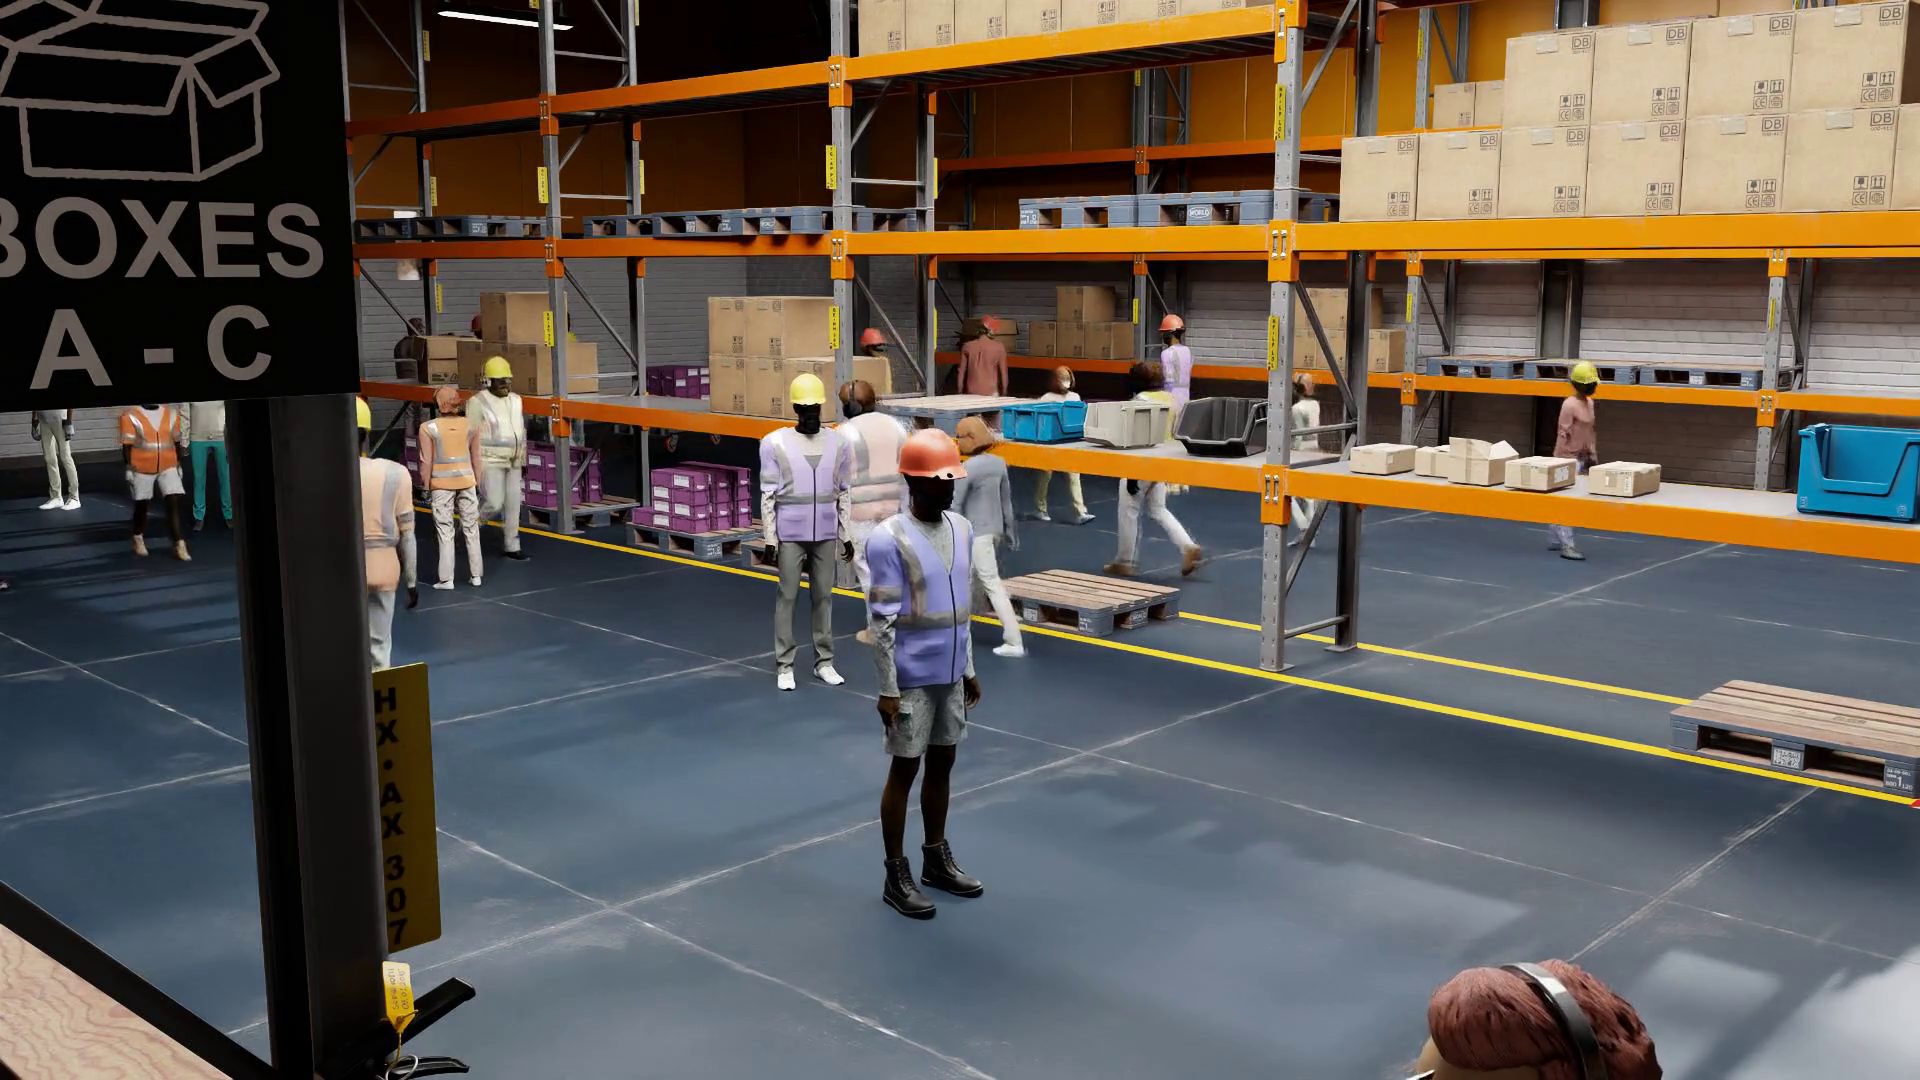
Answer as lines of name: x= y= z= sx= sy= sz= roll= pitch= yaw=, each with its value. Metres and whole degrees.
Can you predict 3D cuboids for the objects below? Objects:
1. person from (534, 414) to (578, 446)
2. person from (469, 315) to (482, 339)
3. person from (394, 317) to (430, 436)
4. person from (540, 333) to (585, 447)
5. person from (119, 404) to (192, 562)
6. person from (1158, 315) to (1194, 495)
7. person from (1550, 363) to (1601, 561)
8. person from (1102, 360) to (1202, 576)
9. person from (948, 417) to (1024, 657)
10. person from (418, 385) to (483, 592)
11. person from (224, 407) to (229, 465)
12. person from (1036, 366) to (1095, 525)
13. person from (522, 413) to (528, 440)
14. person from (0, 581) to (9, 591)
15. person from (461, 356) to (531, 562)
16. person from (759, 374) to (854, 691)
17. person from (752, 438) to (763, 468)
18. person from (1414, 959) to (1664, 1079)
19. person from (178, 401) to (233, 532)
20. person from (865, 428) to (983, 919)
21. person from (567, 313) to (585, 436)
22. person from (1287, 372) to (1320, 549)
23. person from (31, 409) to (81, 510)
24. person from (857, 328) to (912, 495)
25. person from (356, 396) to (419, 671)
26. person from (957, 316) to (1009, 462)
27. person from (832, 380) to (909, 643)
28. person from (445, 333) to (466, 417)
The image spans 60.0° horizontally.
person: x=-4.753 y=-1.533 z=19.630 sx=0.566 sy=1.830 sz=0.380 roll=3 pitch=10 yaw=17
person: x=-6.051 y=-1.955 z=21.730 sx=0.612 sy=1.962 sz=0.652 roll=0 pitch=9 yaw=-3
person: x=-7.270 y=-2.030 z=22.368 sx=0.641 sy=1.908 sz=0.407 roll=4 pitch=10 yaw=25
person: x=-5.349 y=-1.952 z=22.477 sx=0.801 sy=1.709 sz=0.474 roll=7 pitch=12 yaw=38
person: x=-7.121 y=-0.648 z=14.671 sx=0.539 sy=1.657 sz=0.844 roll=-8 pitch=12 yaw=-41
person: x=2.405 y=-1.536 z=18.922 sx=0.393 sy=2.041 sz=0.613 roll=6 pitch=11 yaw=34
person: x=5.460 y=-0.695 z=14.772 sx=0.585 sy=1.731 sz=0.631 roll=8 pitch=12 yaw=41
person: x=1.592 y=-0.576 z=13.748 sx=0.796 sy=1.820 sz=0.633 roll=8 pitch=12 yaw=39
person: x=0.099 y=-0.033 z=11.098 sx=0.880 sy=1.570 sz=0.512 roll=7 pitch=12 yaw=38
person: x=-4.047 y=-0.410 z=13.249 sx=0.515 sy=1.640 sz=0.315 roll=-7 pitch=12 yaw=-38
person: x=-6.472 y=-0.837 z=15.275 sx=0.524 sy=1.831 sz=0.439 roll=-5 pitch=11 yaw=-30
person: x=1.020 y=-0.940 z=16.657 sx=0.529 sy=1.585 sz=0.853 roll=-5 pitch=11 yaw=-29
person: x=-6.187 y=-2.241 z=23.673 sx=0.403 sy=1.904 sz=0.652 roll=-3 pitch=10 yaw=-16
person: x=-8.137 y=-0.509 z=13.247 sx=1.090 sy=1.861 sz=0.639 roll=3 pitch=10 yaw=18
person: x=-4.062 y=-0.700 z=14.513 sx=0.562 sy=1.811 sz=0.596 roll=5 pitch=11 yaw=29
person: x=-0.925 y=-0.050 z=10.165 sx=0.585 sy=1.928 sz=0.369 roll=-4 pitch=10 yaw=-24
person: x=-2.485 y=-1.798 z=21.109 sx=0.584 sy=1.860 sz=0.835 roll=-5 pitch=11 yaw=-30
person: x=0.547 y=1.341 z=1.718 sx=0.401 sy=1.905 sz=0.642 roll=-8 pitch=12 yaw=-39
person: x=-7.341 y=-0.966 z=16.275 sx=0.534 sy=1.767 sz=0.314 roll=-5 pitch=10 yaw=-26
person: x=-0.117 y=0.520 z=6.638 sx=0.357 sy=1.937 sz=0.551 roll=8 pitch=12 yaw=41
person: x=-6.067 y=-2.539 z=25.449 sx=0.585 sy=1.920 sz=0.386 roll=6 pitch=11 yaw=33
person: x=3.097 y=-0.722 z=15.194 sx=0.376 sy=1.623 sz=0.526 roll=7 pitch=12 yaw=37
person: x=-9.649 y=-1.239 z=17.676 sx=0.509 sy=1.862 sz=0.321 roll=2 pitch=9 yaw=13
person: x=-0.860 y=-1.412 z=18.596 sx=0.849 sy=1.915 sz=0.562 roll=3 pitch=10 yaw=17
person: x=-3.136 y=0.198 z=8.687 sx=0.596 sy=1.910 sz=0.411 roll=-4 pitch=10 yaw=-21
person: x=0.292 y=-1.896 z=21.453 sx=0.698 sy=1.958 sz=0.444 roll=2 pitch=10 yaw=14
person: x=-0.646 y=-0.184 z=11.340 sx=0.470 sy=1.817 sz=0.631 roll=9 pitch=13 yaw=44
person: x=-7.300 y=-2.129 z=23.743 sx=0.536 sy=1.658 sz=0.853 roll=6 pitch=11 yaw=32
